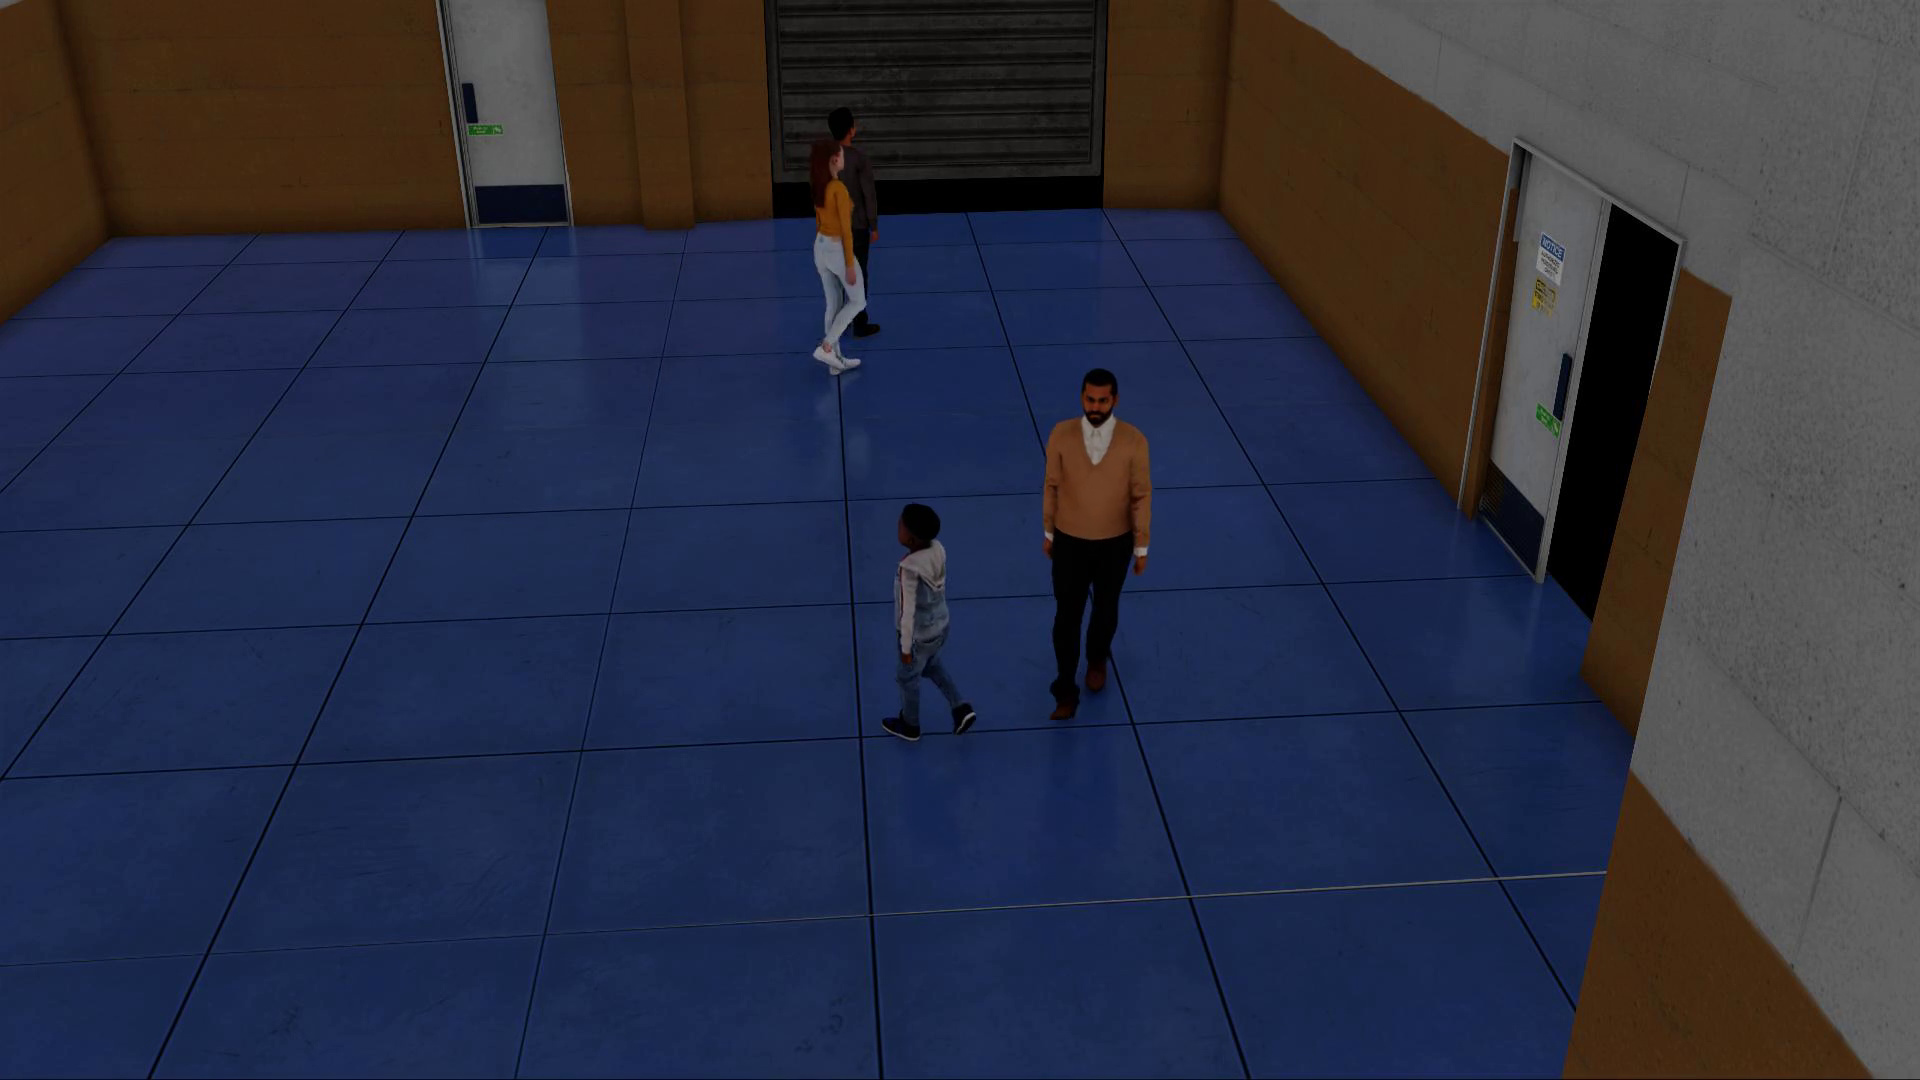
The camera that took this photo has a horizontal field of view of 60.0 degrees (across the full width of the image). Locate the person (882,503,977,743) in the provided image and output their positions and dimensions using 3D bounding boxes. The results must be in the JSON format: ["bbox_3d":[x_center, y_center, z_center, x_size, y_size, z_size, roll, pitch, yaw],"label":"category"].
[{"bbox_3d":[-0.137,0.408,7.735,0.792,1.253,0.709,17,32,30],"label":"person"}]

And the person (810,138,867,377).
[{"bbox_3d":[-0.963,-1.989,11.922,0.834,1.740,0.778,-20,33,-34],"label":"person"}]

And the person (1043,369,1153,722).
[{"bbox_3d":[0.659,-0.030,8.068,1.051,1.725,0.881,3,27,6],"label":"person"}]

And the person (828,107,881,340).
[{"bbox_3d":[-0.869,-2.415,12.732,0.647,1.769,0.774,23,35,38],"label":"person"}]
